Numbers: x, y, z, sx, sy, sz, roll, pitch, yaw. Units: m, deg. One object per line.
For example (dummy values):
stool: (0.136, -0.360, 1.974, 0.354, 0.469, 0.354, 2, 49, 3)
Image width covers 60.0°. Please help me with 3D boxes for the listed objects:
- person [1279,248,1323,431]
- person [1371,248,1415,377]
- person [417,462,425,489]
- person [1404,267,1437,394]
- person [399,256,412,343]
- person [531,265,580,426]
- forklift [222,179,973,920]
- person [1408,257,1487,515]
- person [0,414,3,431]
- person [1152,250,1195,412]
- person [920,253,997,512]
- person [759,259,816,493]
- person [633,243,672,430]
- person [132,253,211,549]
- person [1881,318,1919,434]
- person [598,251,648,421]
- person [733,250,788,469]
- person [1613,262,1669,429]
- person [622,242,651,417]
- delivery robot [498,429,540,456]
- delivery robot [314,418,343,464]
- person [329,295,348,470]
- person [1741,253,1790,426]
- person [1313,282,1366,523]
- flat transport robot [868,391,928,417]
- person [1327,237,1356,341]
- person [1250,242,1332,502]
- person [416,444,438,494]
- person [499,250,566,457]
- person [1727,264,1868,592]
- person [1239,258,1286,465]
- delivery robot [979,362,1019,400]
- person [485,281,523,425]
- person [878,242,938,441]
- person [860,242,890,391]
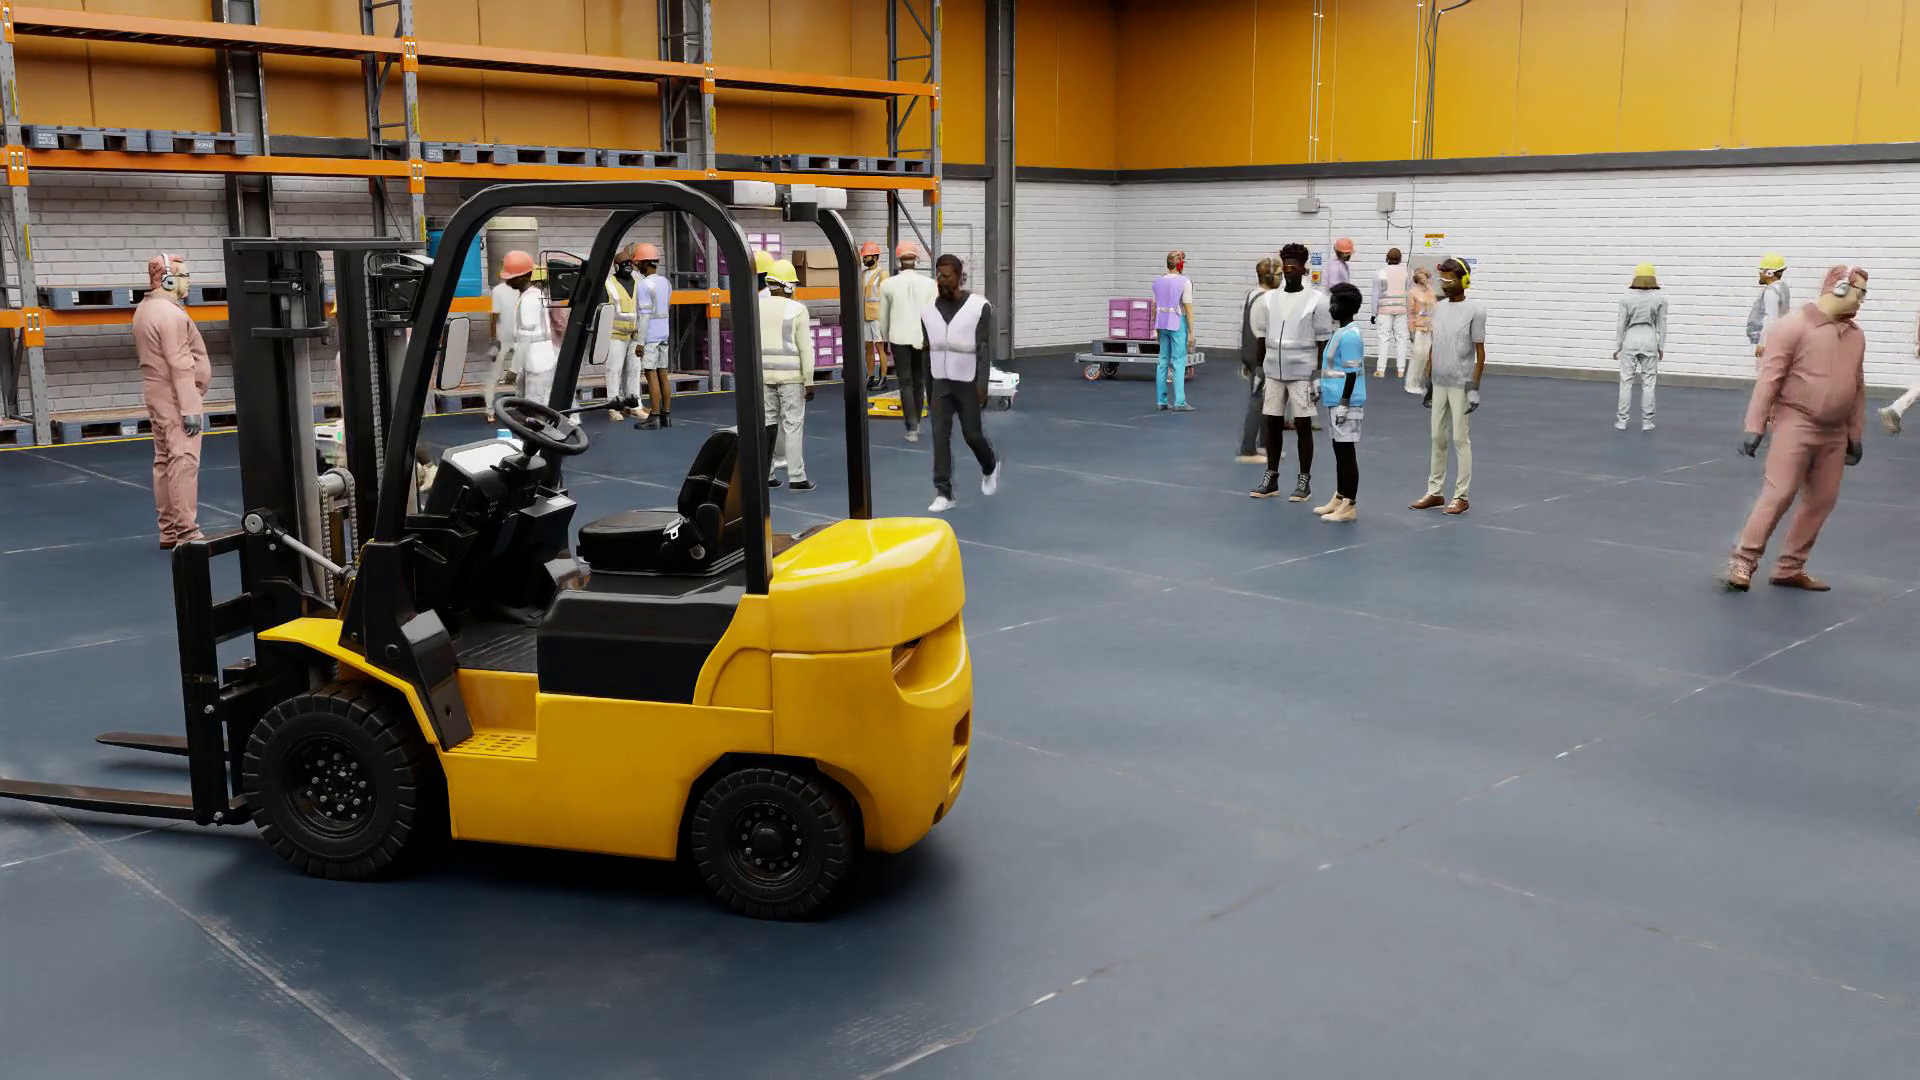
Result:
person: (3.536, -2.066, 17.199, 0.643, 1.887, 0.660, -2, 11, -10)
person: (6.160, -3.235, 23.731, 0.623, 1.844, 0.429, 0, 10, -1)
person: (-4.526, -1.142, 13.017, 0.499, 1.591, 0.840, 7, 13, 34)
person: (5.898, -2.668, 21.300, 0.549, 1.636, 0.318, -8, 13, -37)
person: (-4.871, -1.458, 13.937, 0.584, 1.886, 0.970, 1, 10, 6)
person: (-4.307, -1.994, 17.291, 0.839, 1.708, 0.530, -10, 14, -43)
forklift: (-1.114, -0.058, 5.440, 2.313, 2.155, 1.214, 2, 11, 13)
person: (3.576, -1.116, 12.118, 0.328, 1.865, 0.517, -7, 12, -32)
person: (-6.764, -0.815, 11.161, 0.544, 1.610, 0.617, -7, 13, -35)
person: (2.446, -2.394, 19.131, 0.389, 1.847, 0.567, -10, 14, -43)
person: (0.004, -1.173, 12.399, 0.601, 1.873, 0.786, 5, 11, 24)
person: (-1.397, -1.283, 13.110, 0.603, 1.830, 0.404, 5, 12, 26)
person: (-3.226, -2.120, 17.380, 0.351, 1.941, 0.545, 3, 11, 18)
person: (-4.973, -0.859, 10.596, 0.409, 1.907, 0.650, -9, 14, -42)
person: (9.843, -2.023, 16.795, 0.909, 1.964, 0.631, 1, 10, 3)
person: (-3.672, -2.235, 18.278, 0.621, 1.845, 0.429, -9, 14, -41)
person: (-1.658, -1.554, 14.428, 0.441, 1.893, 0.612, 2, 11, 9)
person: (7.114, -2.022, 17.397, 0.511, 1.740, 0.306, 3, 11, 14)
person: (-3.640, -2.349, 18.634, 0.372, 1.940, 0.627, 0, 10, -3)
delivery robot: (-3.433, -0.595, 12.565, 0.477, 0.478, 0.707, 5, 12, 29)
delivery robot: (-5.157, -0.898, 14.240, 0.477, 0.478, 0.707, 5, 12, 27)
person: (-3.255, -0.519, 9.130, 0.330, 1.765, 0.533, 2, 11, 11)
person: (8.617, -2.140, 17.776, 0.403, 1.834, 0.589, 7, 13, 34)
person: (2.702, -0.970, 11.767, 0.318, 1.698, 0.534, 1, 10, 4)
flat transport robot: (-0.536, -1.570, 18.935, 0.652, 0.197, 1.431, 4, 11, 19)
person: (5.393, -3.365, 24.015, 0.646, 2.002, 0.638, 5, 12, 27)
person: (2.518, -1.278, 12.712, 0.611, 1.966, 0.362, 8, 13, 37)
person: (-4.480, -1.161, 12.954, 0.847, 1.658, 0.531, -4, 11, -19)
person: (-3.637, -1.477, 13.989, 0.445, 1.902, 0.594, -2, 11, -12)
person: (4.795, -0.616, 9.414, 0.785, 1.861, 0.408, -4, 11, -19)
person: (2.752, -1.567, 14.677, 0.642, 1.821, 0.534, -2, 11, -11)
delivery robot: (0.322, -1.828, 19.314, 0.707, 0.478, 0.477, 2, 11, 12)
person: (-4.793, -2.098, 17.672, 0.831, 1.806, 0.560, 6, 12, 30)
person: (-0.530, -2.001, 16.694, 0.606, 1.946, 0.958, -3, 11, -15)
person: (-1.150, -2.907, 21.677, 0.368, 1.935, 0.552, -10, 14, -42)
